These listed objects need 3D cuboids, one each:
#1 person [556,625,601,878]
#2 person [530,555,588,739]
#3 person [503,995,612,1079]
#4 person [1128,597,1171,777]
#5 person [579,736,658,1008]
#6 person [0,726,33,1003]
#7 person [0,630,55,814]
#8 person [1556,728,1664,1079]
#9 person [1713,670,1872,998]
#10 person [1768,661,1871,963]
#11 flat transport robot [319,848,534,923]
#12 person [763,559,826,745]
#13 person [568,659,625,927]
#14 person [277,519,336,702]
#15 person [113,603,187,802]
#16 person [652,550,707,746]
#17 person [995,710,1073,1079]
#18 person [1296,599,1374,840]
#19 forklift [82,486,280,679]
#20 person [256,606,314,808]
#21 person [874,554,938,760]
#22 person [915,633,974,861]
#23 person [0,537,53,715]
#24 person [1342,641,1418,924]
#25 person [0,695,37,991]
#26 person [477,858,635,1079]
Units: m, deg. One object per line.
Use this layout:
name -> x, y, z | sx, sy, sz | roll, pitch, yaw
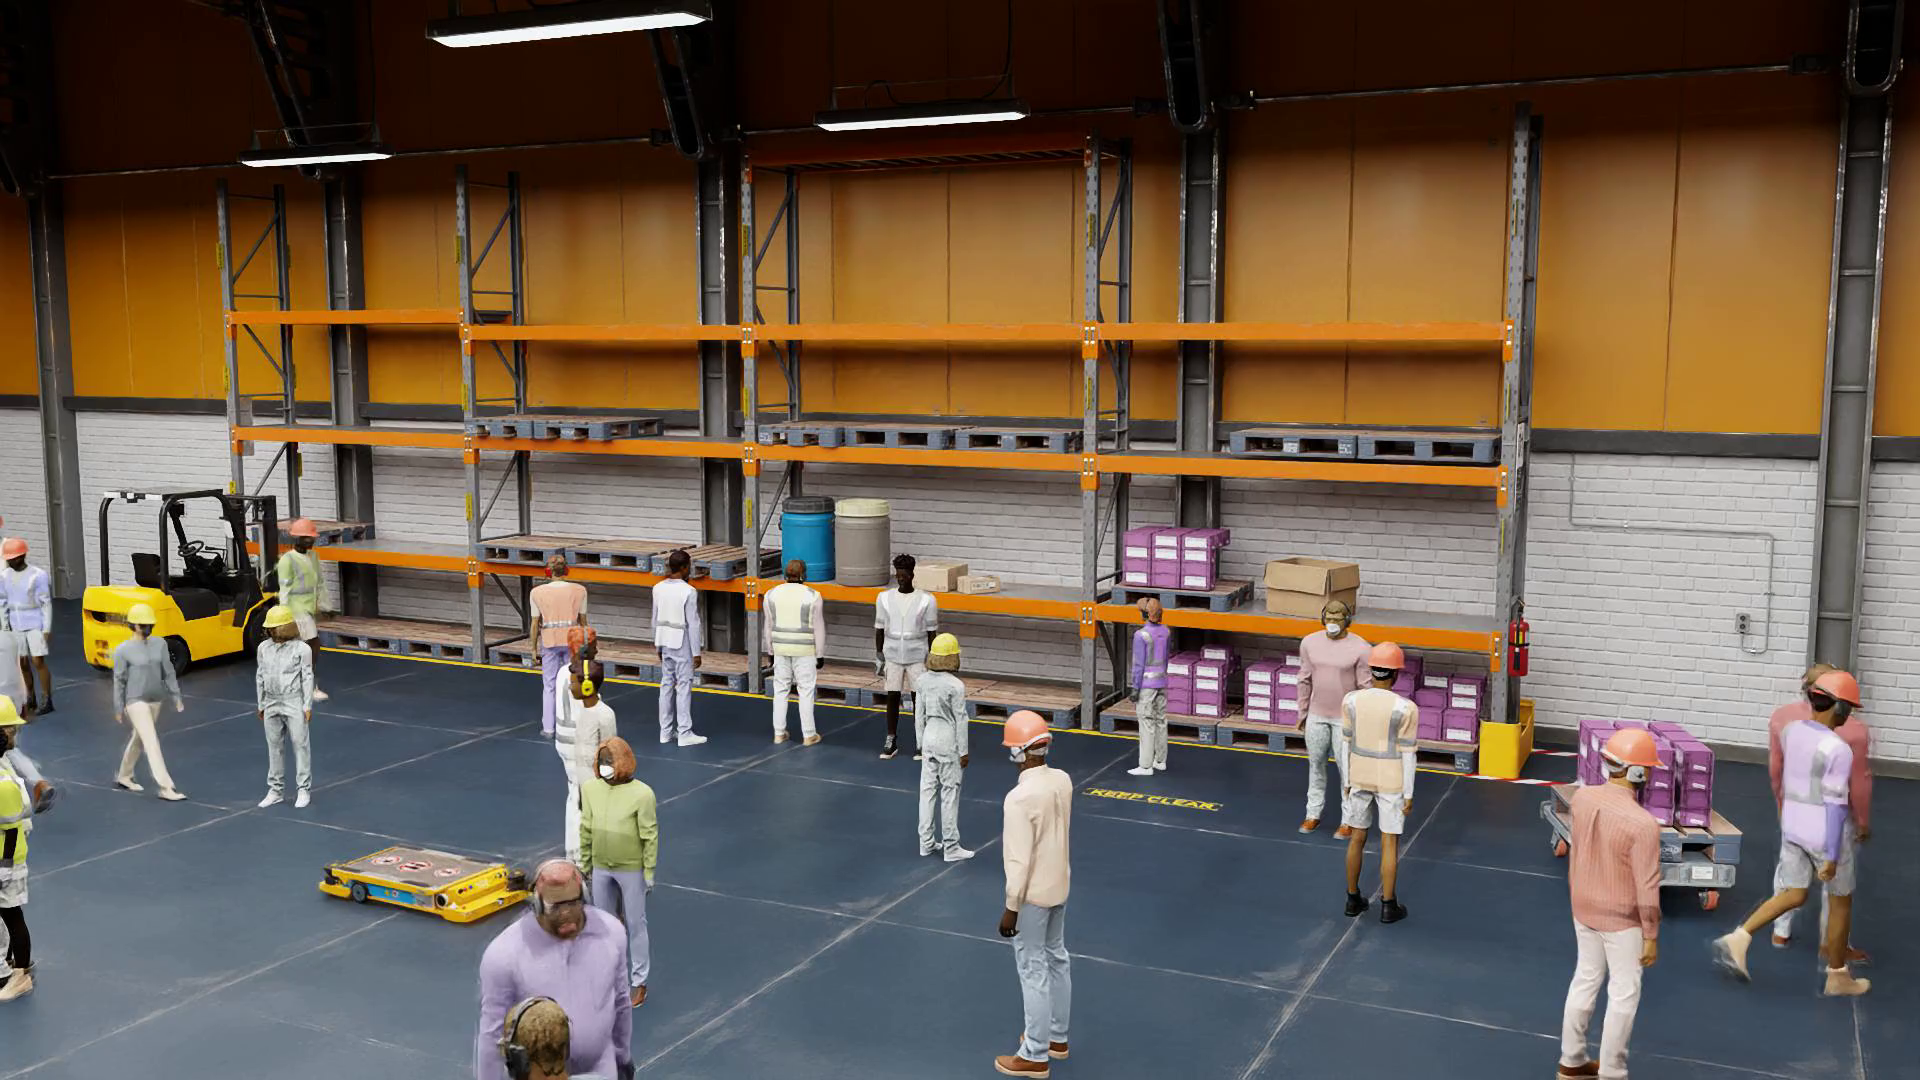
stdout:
person -> -2.791, 1.563, 12.323 | 0.387, 1.880, 0.578 | -3, 7, -23
person -> -3.982, 1.068, 16.574 | 0.562, 1.837, 0.387 | -3, 7, -22
person -> -1.295, 2.391, 5.272 | 0.369, 1.928, 0.639 | 4, 8, 28
person -> 1.736, 1.334, 15.174 | 0.305, 1.639, 0.522 | 6, 9, 39
person -> -2.044, 1.971, 9.933 | 0.500, 1.633, 0.286 | 2, 7, 18
person -> -5.820, 1.928, 10.034 | 0.532, 1.697, 0.319 | 6, 9, 41
person -> -7.811, 1.401, 13.508 | 0.614, 1.908, 0.670 | 2, 7, 15
person -> 3.424, 1.951, 8.687 | 0.410, 1.979, 0.629 | -2, 7, -19
person -> 5.088, 1.777, 10.078 | 0.840, 2.003, 0.611 | -1, 7, -9
person -> 5.531, 1.744, 10.708 | 0.374, 1.921, 0.694 | -5, 8, -34
flat transport robot -> -3.797, 2.420, 11.815 | 1.431, 0.197, 0.652 | 4, 8, 28
person -> -1.614, 1.098, 16.351 | 0.631, 1.836, 0.429 | 2, 7, 17
person -> -2.450, 1.712, 11.133 | 0.325, 1.865, 0.516 | -4, 8, -31
person -> -7.154, 0.771, 18.299 | 0.722, 2.019, 0.626 | 1, 7, 6
person -> -7.084, 1.391, 14.449 | 0.937, 1.716, 0.535 | 3, 7, 22
person -> -2.781, 1.057, 16.330 | 0.597, 1.915, 0.369 | 5, 9, 38
person -> 0.391, 1.907, 9.024 | 0.401, 1.986, 0.612 | 4, 8, 31
person -> 2.994, 1.420, 13.294 | 0.633, 1.932, 0.367 | 5, 9, 37
forklift -> -9.426, 0.454, 20.179 | 1.214, 2.155, 2.313 | 3, 8, 26
person -> -5.741, 1.413, 14.126 | 0.483, 1.738, 0.313 | 1, 7, 5
person -> -0.516, 1.102, 15.754 | 0.608, 1.965, 0.364 | 1, 7, 8
person -> -0.119, 1.577, 12.748 | 0.493, 1.743, 0.299 | 6, 9, 41
person -> -9.880, 0.913, 17.544 | 0.557, 1.912, 0.448 | 1, 7, 9
person -> 2.878, 1.651, 11.396 | 0.539, 1.929, 0.383 | 5, 9, 37
person -> -5.900, 1.850, 10.184 | 0.403, 1.821, 0.601 | -4, 8, -33
person -> -1.725, 2.208, 7.081 | 0.677, 1.866, 0.891 | -4, 8, -31
